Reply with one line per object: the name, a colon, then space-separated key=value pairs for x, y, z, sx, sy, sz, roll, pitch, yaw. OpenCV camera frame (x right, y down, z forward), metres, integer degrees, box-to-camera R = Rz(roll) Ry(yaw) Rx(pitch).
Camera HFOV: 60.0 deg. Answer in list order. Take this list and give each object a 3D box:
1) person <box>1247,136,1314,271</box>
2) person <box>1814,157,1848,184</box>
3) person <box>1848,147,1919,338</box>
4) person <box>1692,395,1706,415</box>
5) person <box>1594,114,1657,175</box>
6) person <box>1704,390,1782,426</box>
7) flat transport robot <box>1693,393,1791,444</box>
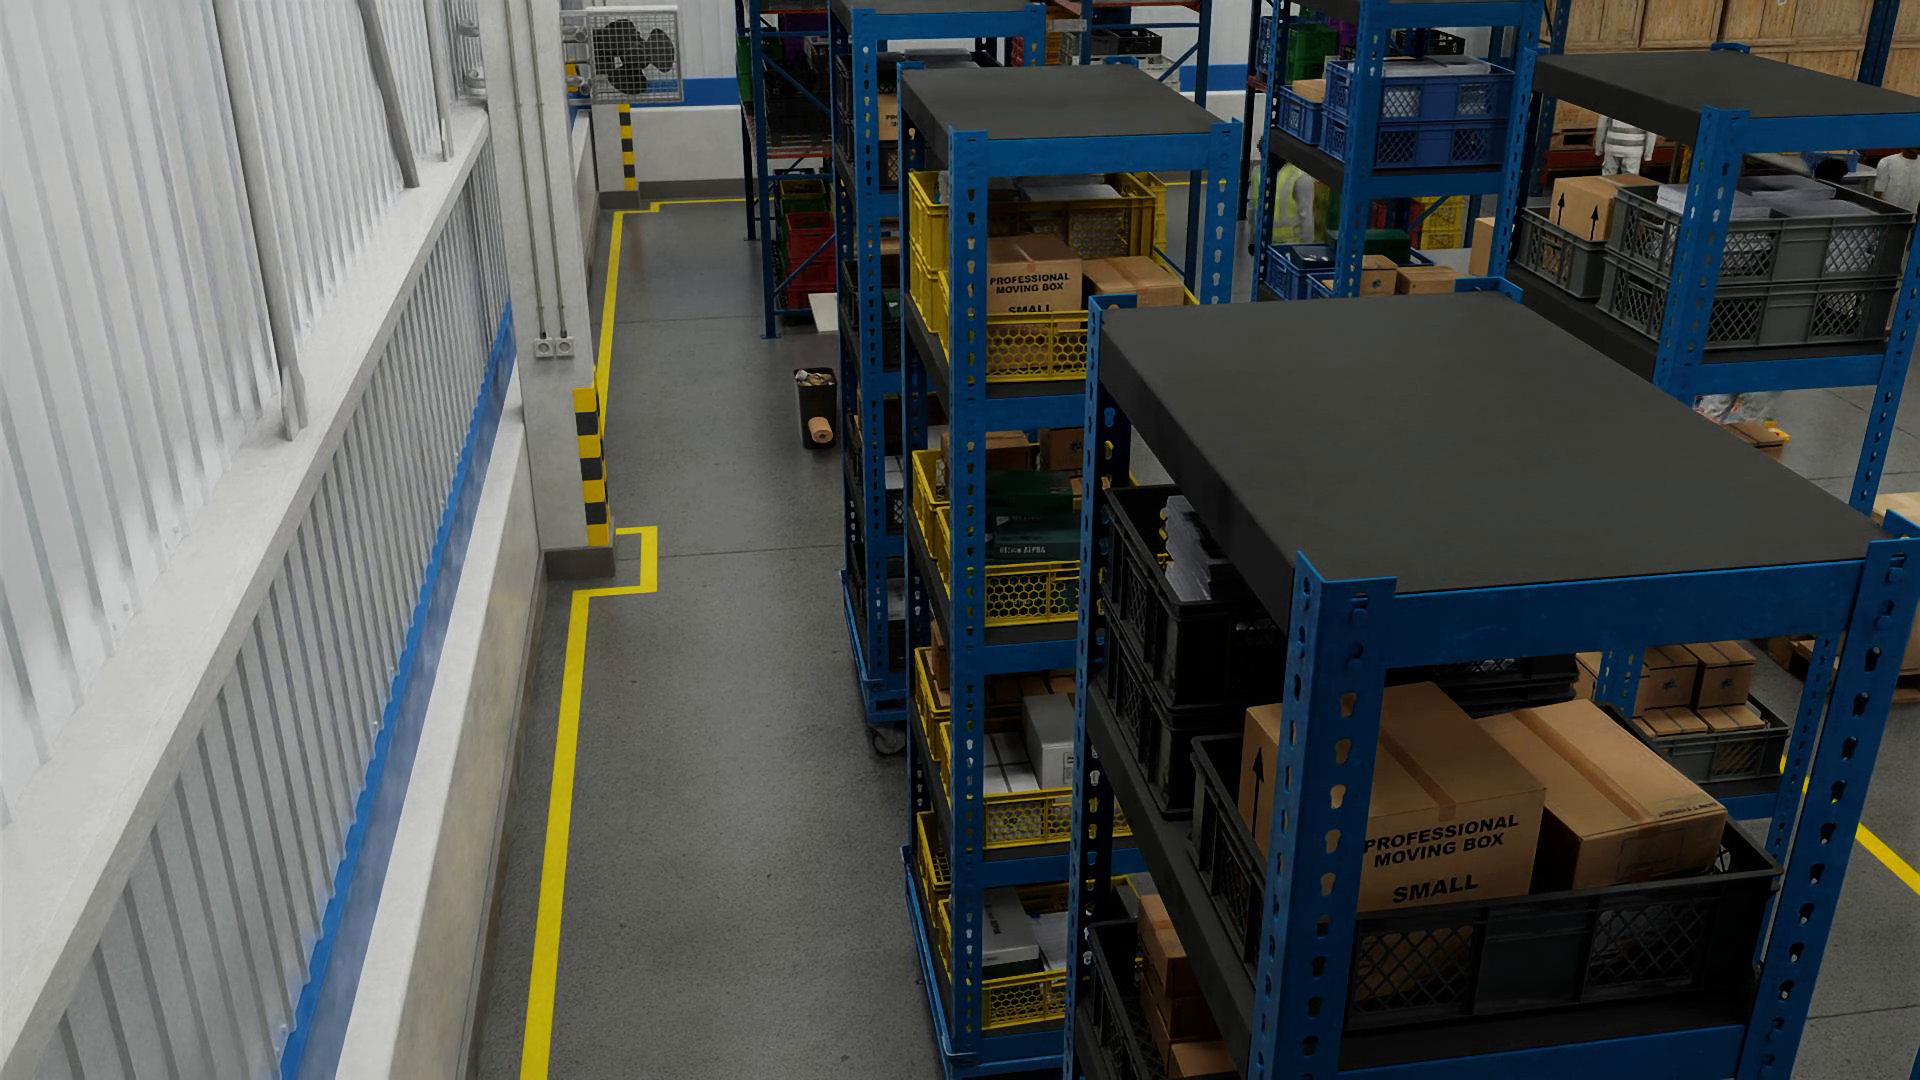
person: x=2.651 y=-2.489 z=13.849 sx=0.504 sy=1.811 sz=0.642 roll=-16 pitch=29 yaw=-30
person: x=6.906 y=-2.334 z=13.670 sx=0.575 sy=1.662 sz=0.403 roll=6 pitch=25 yaw=13
person: x=7.903 y=-2.631 z=14.100 sx=0.516 sy=1.861 sz=0.316 roll=-2 pitch=25 yaw=-5
person: x=3.420 y=0.027 z=8.198 sx=0.363 sy=1.979 sz=0.666 roll=21 pitch=32 yaw=38
person: x=6.746 y=-3.937 z=16.906 sx=0.585 sy=1.882 sz=0.337 roll=18 pitch=30 yaw=34
person: x=5.185 y=-1.208 z=10.913 sx=0.356 sy=1.936 sz=0.635 roll=-16 pitch=29 yaw=-31
flat transport robot: x=5.224 y=-0.859 z=12.132 sx=1.431 sy=0.197 sz=0.652 roll=-4 pitch=25 yaw=-8
